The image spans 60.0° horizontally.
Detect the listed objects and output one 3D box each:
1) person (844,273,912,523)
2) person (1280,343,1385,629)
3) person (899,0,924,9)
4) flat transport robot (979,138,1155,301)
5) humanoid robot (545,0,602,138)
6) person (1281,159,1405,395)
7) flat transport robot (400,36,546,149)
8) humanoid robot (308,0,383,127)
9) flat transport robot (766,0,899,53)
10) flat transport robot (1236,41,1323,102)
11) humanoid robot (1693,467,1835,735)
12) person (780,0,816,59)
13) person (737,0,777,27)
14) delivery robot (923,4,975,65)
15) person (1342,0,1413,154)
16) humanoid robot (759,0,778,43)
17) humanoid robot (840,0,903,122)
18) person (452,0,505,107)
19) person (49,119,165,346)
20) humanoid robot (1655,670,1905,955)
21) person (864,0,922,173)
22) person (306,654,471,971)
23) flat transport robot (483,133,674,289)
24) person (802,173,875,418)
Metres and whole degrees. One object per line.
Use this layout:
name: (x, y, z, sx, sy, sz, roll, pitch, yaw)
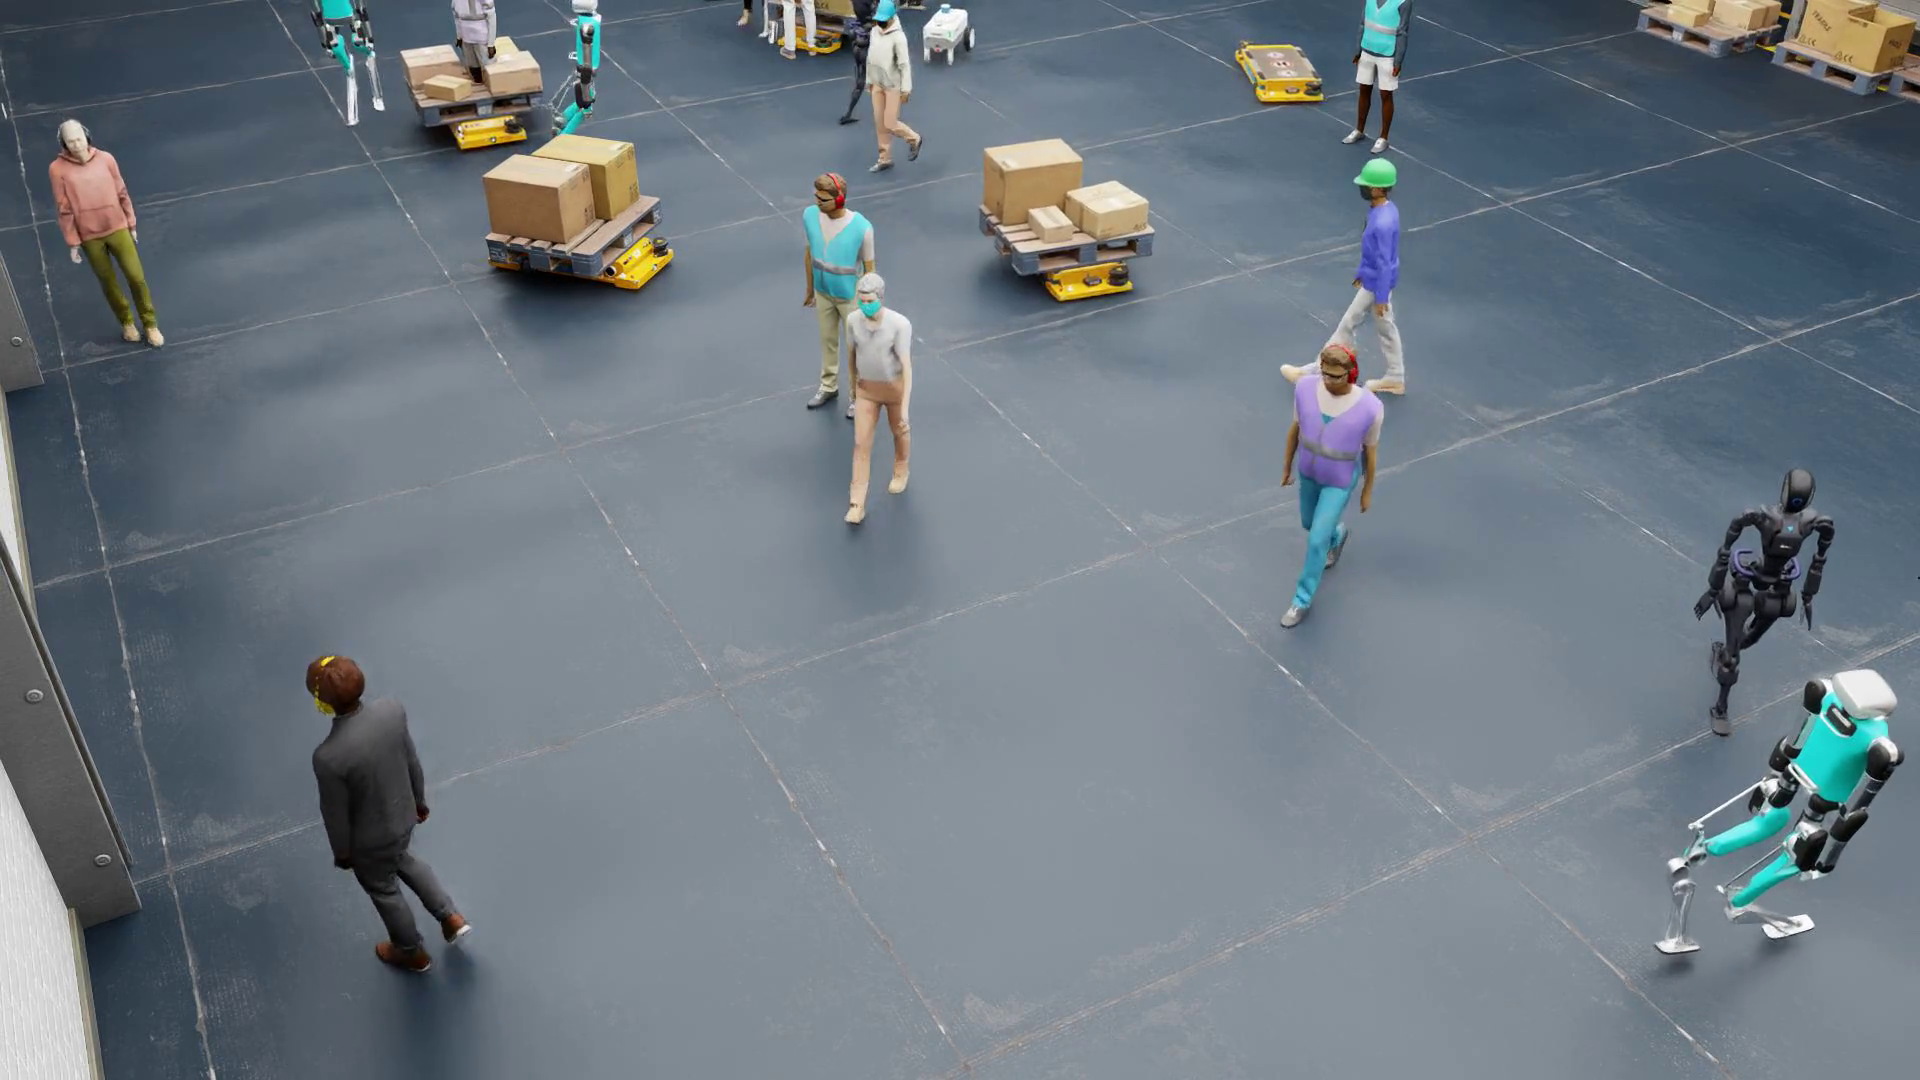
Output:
person: (-0.533, -0.929, 10.795, 0.479, 1.703, 0.879, 8, 36, 11)
person: (2.222, -0.412, 9.969, 0.564, 1.806, 0.860, 26, 43, 32)
person: (-0.710, -7.249, 19.603, 0.622, 1.944, 0.623, 7, 36, 10)
flat transport robot: (0.885, -2.457, 14.224, 0.659, 0.231, 1.431, -11, 37, -16)
humanoid robot: (-3.568, -4.098, 15.292, 0.697, 1.792, 0.540, -4, 35, -5)
person: (2.910, -1.890, 12.060, 0.938, 1.825, 0.506, 7, 36, 10)
flat transport robot: (-4.899, -4.343, 16.917, 0.659, 0.231, 1.431, -15, 38, -20)
humanoid robot: (-6.163, -5.089, 16.727, 0.571, 1.768, 0.934, -6, 35, -8)
flat transport robot: (-1.442, -5.947, 19.207, 0.659, 0.231, 1.431, 17, 38, 22)
flat transport robot: (3.435, -5.052, 17.928, 0.659, 0.231, 1.431, -2, 35, -3)
humanoid robot: (4.415, 0.239, 9.201, 0.610, 1.643, 0.762, 6, 35, 8)
person: (-1.809, -6.240, 18.220, 0.581, 1.882, 0.351, -14, 37, -19)
person: (-2.380, -6.740, 19.100, 0.566, 1.684, 0.325, -3, 35, -4)
delivery robot: (-0.152, -5.672, 18.575, 0.499, 0.606, 0.796, 9, 36, 13)
person: (4.045, -4.697, 15.980, 0.454, 1.932, 0.563, -28, 44, -34)
humanoid robot: (-2.137, -6.485, 18.720, 0.542, 1.813, 0.729, 8, 36, 11)
humanoid robot: (-0.927, -4.948, 16.580, 0.594, 1.658, 0.584, -14, 37, -19)
person: (-4.775, -4.943, 16.326, 0.550, 1.928, 0.371, 24, 41, 30)
person: (-6.513, -2.296, 12.647, 0.530, 1.816, 0.660, -18, 39, -24)
humanoid robot: (3.650, 1.336, 7.558, 1.046, 1.741, 0.559, -9, 36, -12)
person: (-0.650, -4.254, 15.583, 0.495, 1.660, 0.490, -30, 45, -35)
person: (-2.641, 1.263, 7.525, 0.444, 1.858, 0.494, 15, 38, 20)
flat transport robot: (-3.245, -2.454, 14.219, 1.431, 0.231, 0.659, 11, 37, 15)
person: (-0.848, -1.752, 11.848, 0.563, 1.839, 0.397, 19, 39, 25)
